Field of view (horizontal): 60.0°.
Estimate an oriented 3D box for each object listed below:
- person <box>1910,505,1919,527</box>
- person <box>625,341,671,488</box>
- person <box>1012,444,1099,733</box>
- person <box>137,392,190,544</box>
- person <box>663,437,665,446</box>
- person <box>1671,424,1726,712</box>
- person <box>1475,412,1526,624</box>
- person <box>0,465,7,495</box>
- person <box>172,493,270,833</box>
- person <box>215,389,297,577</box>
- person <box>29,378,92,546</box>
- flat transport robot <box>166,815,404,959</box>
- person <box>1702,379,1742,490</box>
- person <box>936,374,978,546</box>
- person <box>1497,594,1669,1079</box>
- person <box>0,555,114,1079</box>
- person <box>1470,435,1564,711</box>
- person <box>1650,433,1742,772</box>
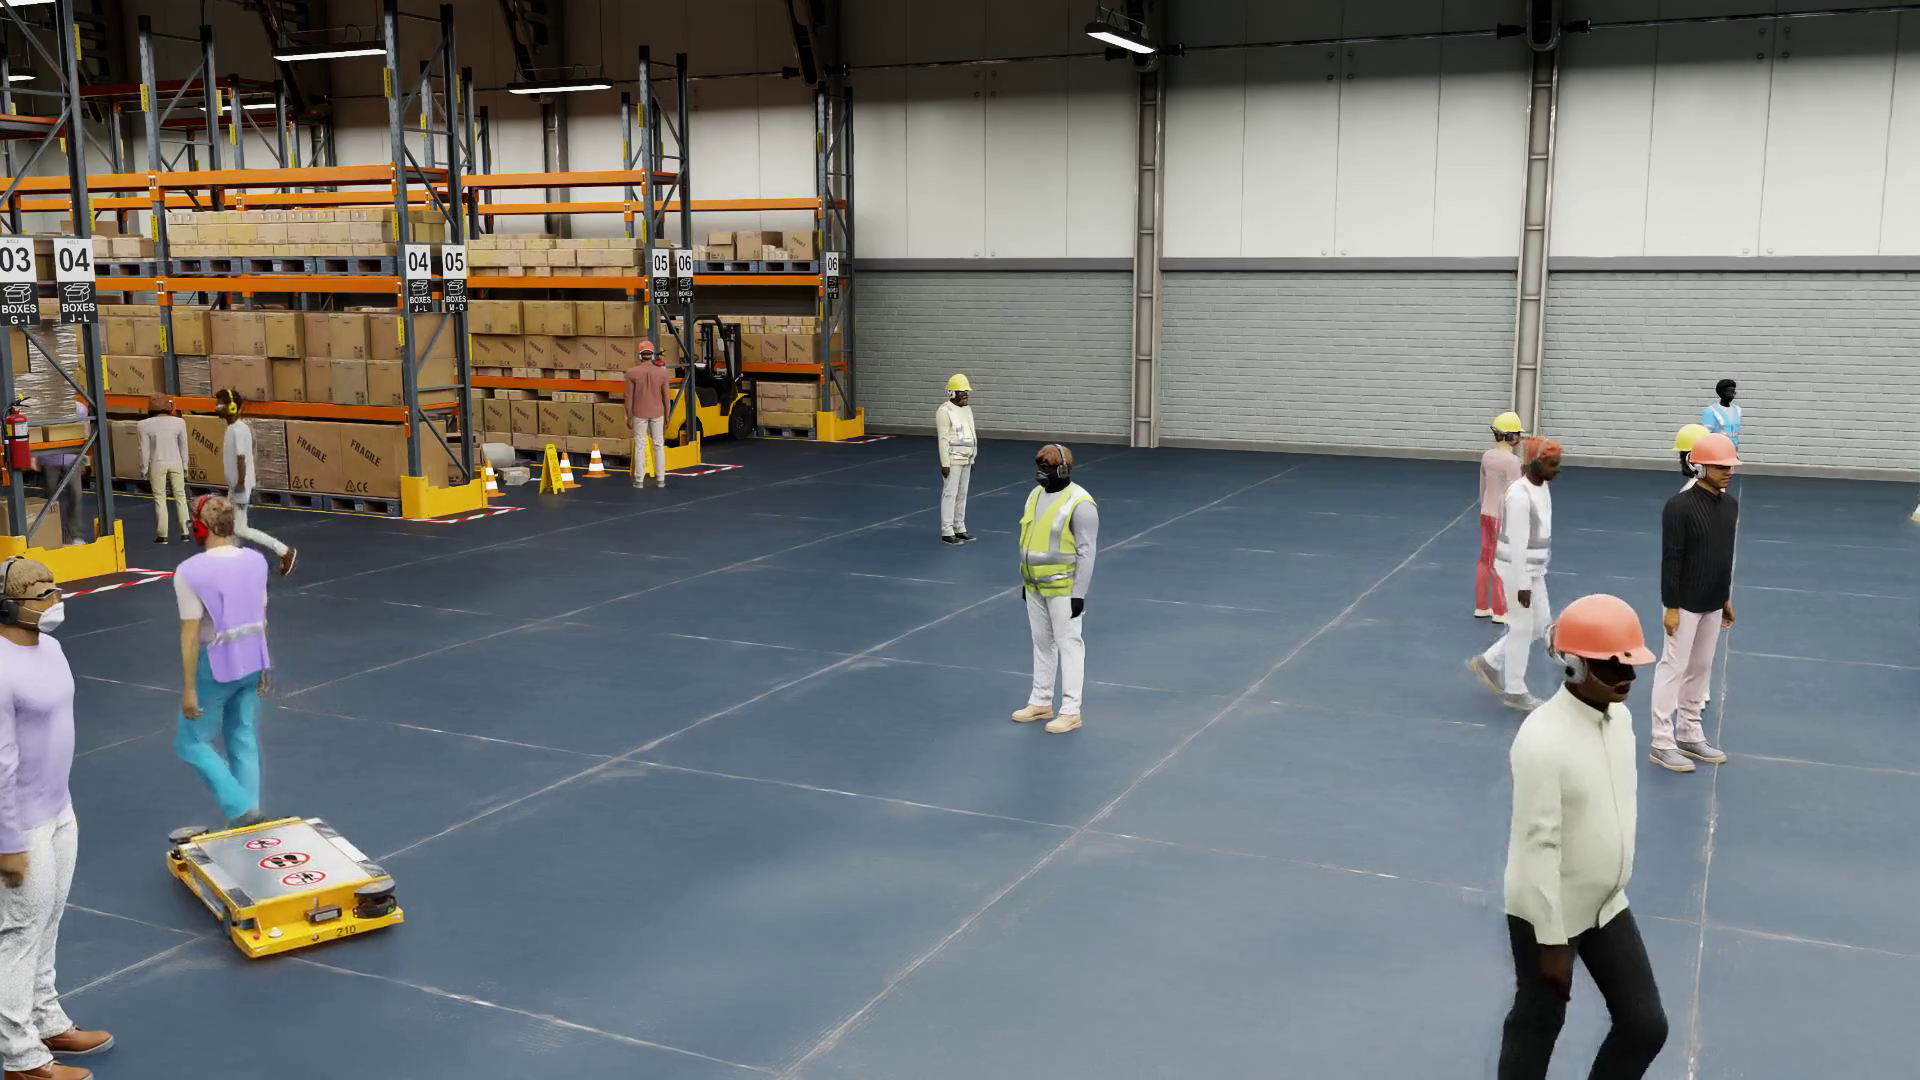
[{"bbox_3d":[11.219,-0.974,18.625,0.641,1.798,0.955,-5,11,-30],"label":"person"},{"bbox_3d":[-4.214,-1.692,22.458,0.614,1.986,0.400,-4,10,-23],"label":"person"},{"bbox_3d":[0.595,0.303,10.661,0.429,1.845,0.621,-6,11,-35],"label":"person"},{"bbox_3d":[-8.557,-0.772,17.894,0.501,1.632,0.286,-8,12,-40],"label":"person"},{"bbox_3d":[-4.978,-2.144,26.377,0.770,1.605,0.517,4,10,24],"label":"person"},{"bbox_3d":[4.896,0.187,11.131,0.388,1.920,0.590,7,11,35],"label":"person"},{"bbox_3d":[4.524,-0.184,13.881,0.313,1.769,0.525,-3,10,-15],"label":"person"},{"bbox_3d":[-12.658,-1.543,21.848,0.972,1.896,0.549,5,10,26],"label":"person"},{"bbox_3d":[-3.722,0.676,8.404,0.449,1.828,0.600,4,10,21],"label":"person"},{"bbox_3d":[-6.683,-0.497,15.565,0.720,1.851,0.521,-5,11,-30],"label":"person"},{"bbox_3d":[-9.383,-0.810,17.379,0.646,1.868,0.928,-8,12,-41],"label":"person"},{"bbox_3d":[-3.172,1.562,7.744,0.652,0.197,1.431,-7,12,-38],"label":"flat transport robot"},{"bbox_3d":[8.760,-1.009,19.149,0.540,1.695,0.317,-4,10,-21],"label":"person"},{"bbox_3d":[-0.019,-0.865,17.850,0.404,1.830,0.603,5,11,28],"label":"person"},{"bbox_3d":[1.934,1.143,5.093,0.635,1.970,0.633,-7,11,-36],"label":"person"},{"bbox_3d":[-3.353,1.013,6.016,0.379,1.940,0.629,-2,9,-10],"label":"person"},{"bbox_3d":[3.733,0.220,11.094,0.505,1.866,0.621,7,12,36],"label":"person"},{"bbox_3d":[4.380,0.359,9.849,0.613,1.995,0.391,-5,11,-30],"label":"person"}]
